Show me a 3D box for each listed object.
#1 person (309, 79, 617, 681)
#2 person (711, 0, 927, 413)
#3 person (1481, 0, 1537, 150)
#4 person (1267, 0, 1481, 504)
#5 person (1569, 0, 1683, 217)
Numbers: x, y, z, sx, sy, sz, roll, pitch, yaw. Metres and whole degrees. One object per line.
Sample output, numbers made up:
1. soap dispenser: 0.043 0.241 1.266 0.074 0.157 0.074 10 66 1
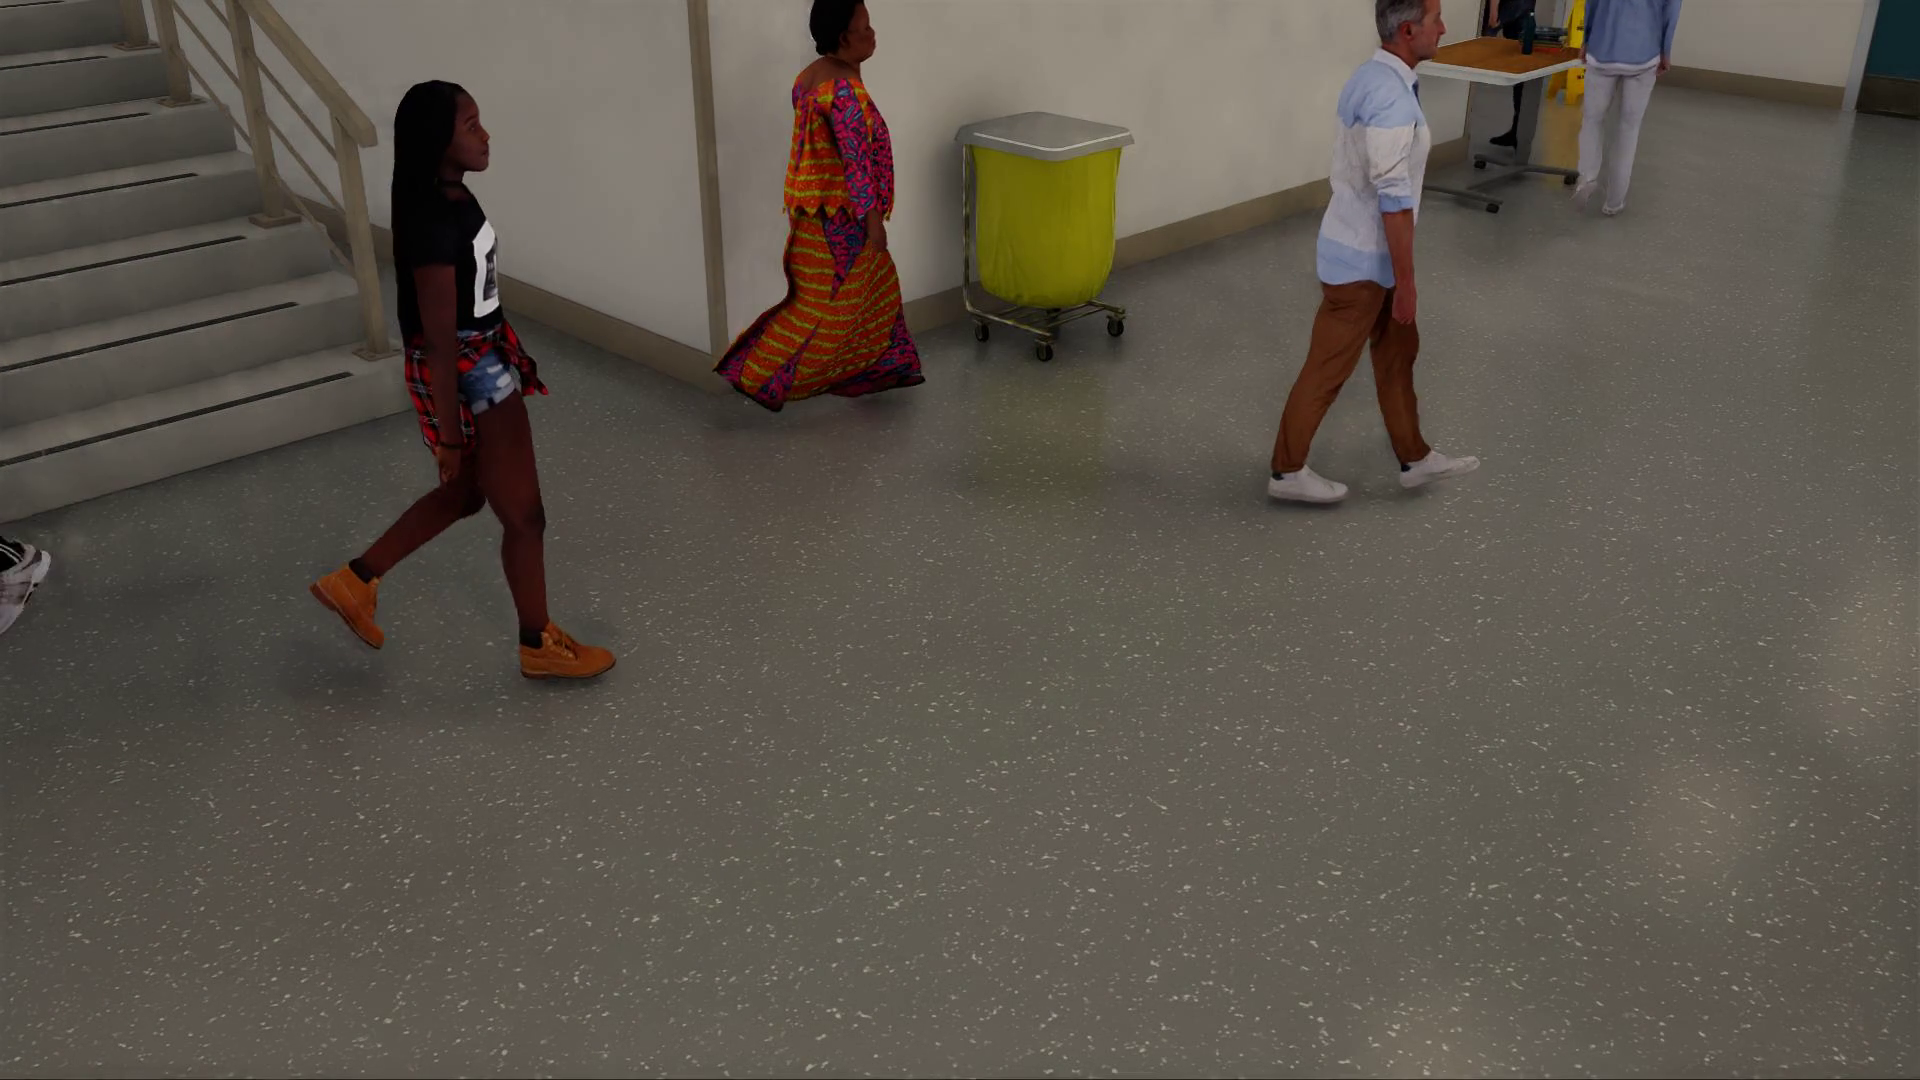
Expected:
1. person: -1.432 -0.364 4.532 0.996 1.702 1.077 -6 26 -13
2. person: -0.557 -1.282 6.507 1.059 1.641 1.180 -7 27 -15
3. person: 3.616 -3.452 10.760 0.805 1.857 1.136 -15 30 -28
4. person: 1.296 -0.960 5.655 1.137 1.801 1.036 3 26 7
5. person: 3.643 -2.684 9.151 0.911 1.870 0.897 12 28 23
